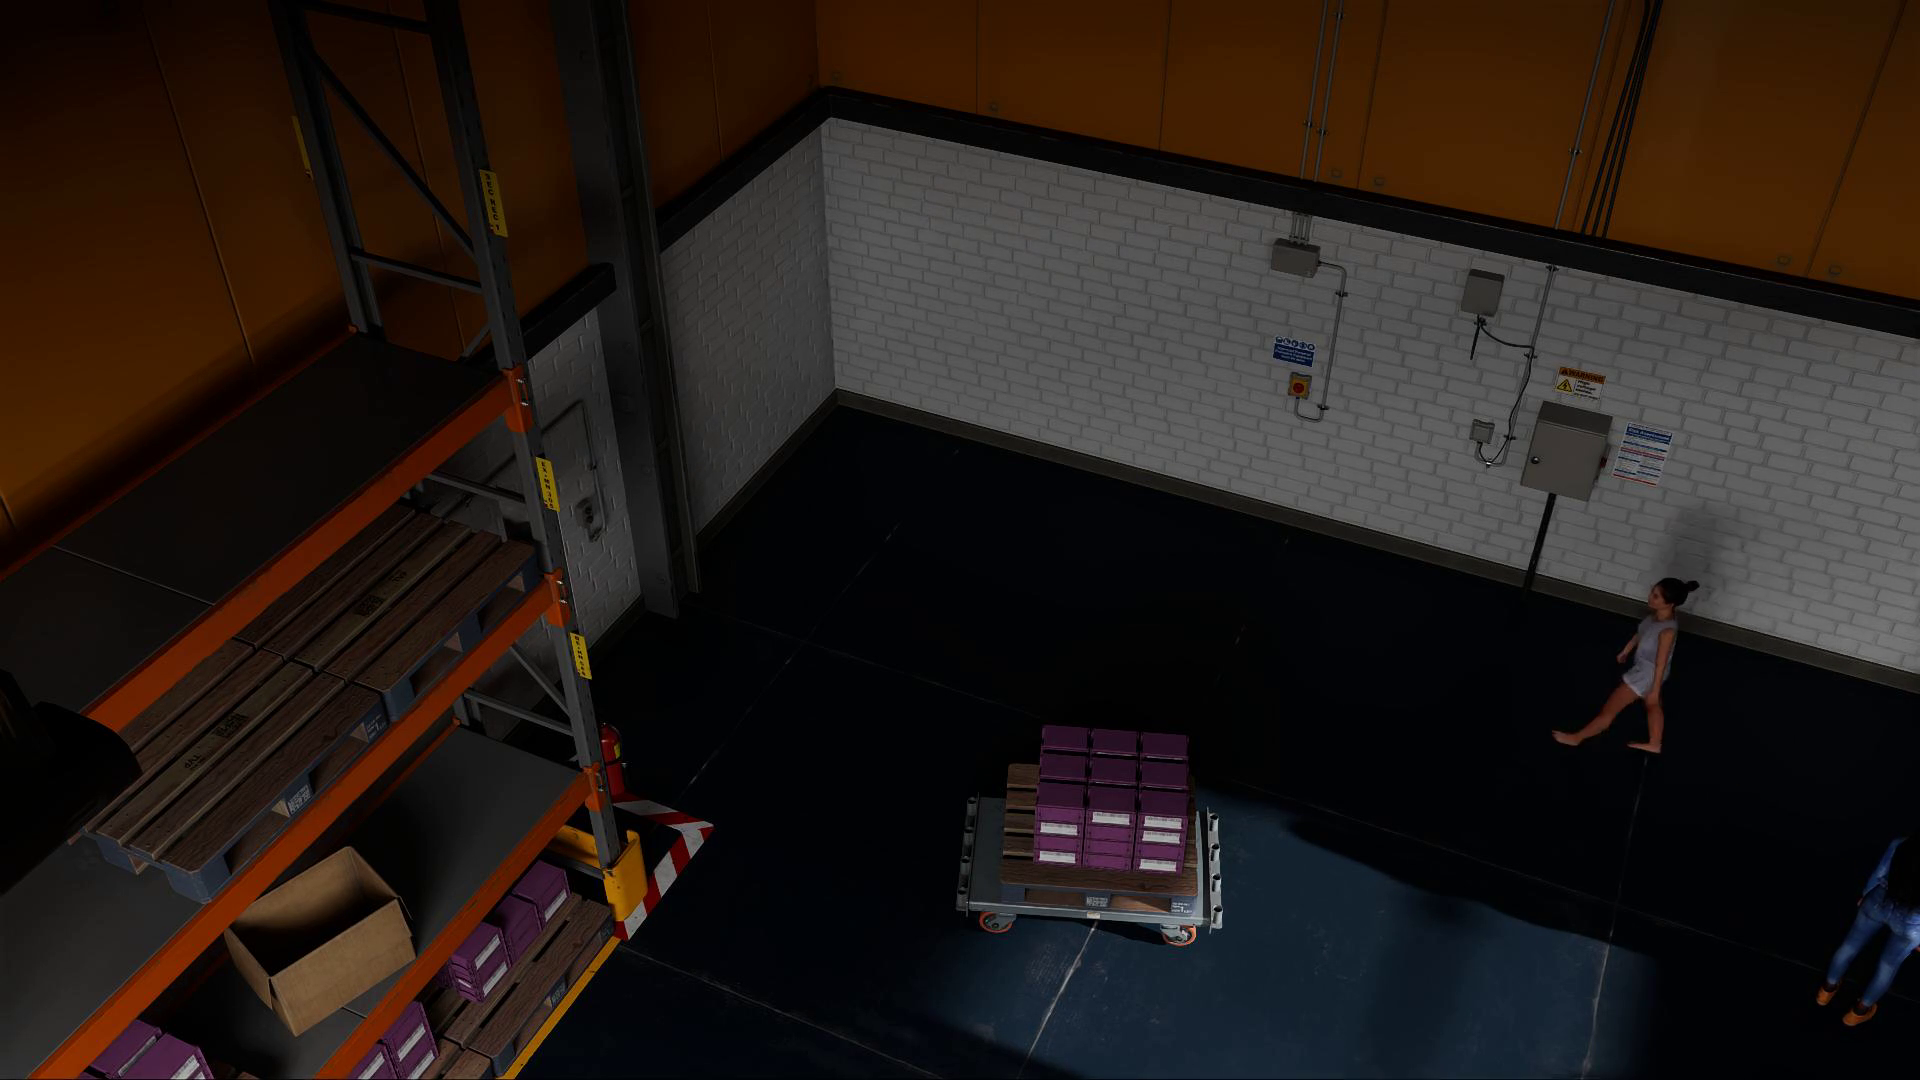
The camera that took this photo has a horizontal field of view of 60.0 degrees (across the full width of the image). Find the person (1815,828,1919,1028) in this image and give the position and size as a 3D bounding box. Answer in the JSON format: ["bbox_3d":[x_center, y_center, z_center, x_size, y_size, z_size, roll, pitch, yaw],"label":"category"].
[{"bbox_3d":[5.384,2.187,9.583,0.655,1.711,0.677,-30,47,-32],"label":"person"}]

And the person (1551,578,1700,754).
[{"bbox_3d":[4.759,0.904,11.292,0.777,1.583,0.978,10,40,12],"label":"person"}]
